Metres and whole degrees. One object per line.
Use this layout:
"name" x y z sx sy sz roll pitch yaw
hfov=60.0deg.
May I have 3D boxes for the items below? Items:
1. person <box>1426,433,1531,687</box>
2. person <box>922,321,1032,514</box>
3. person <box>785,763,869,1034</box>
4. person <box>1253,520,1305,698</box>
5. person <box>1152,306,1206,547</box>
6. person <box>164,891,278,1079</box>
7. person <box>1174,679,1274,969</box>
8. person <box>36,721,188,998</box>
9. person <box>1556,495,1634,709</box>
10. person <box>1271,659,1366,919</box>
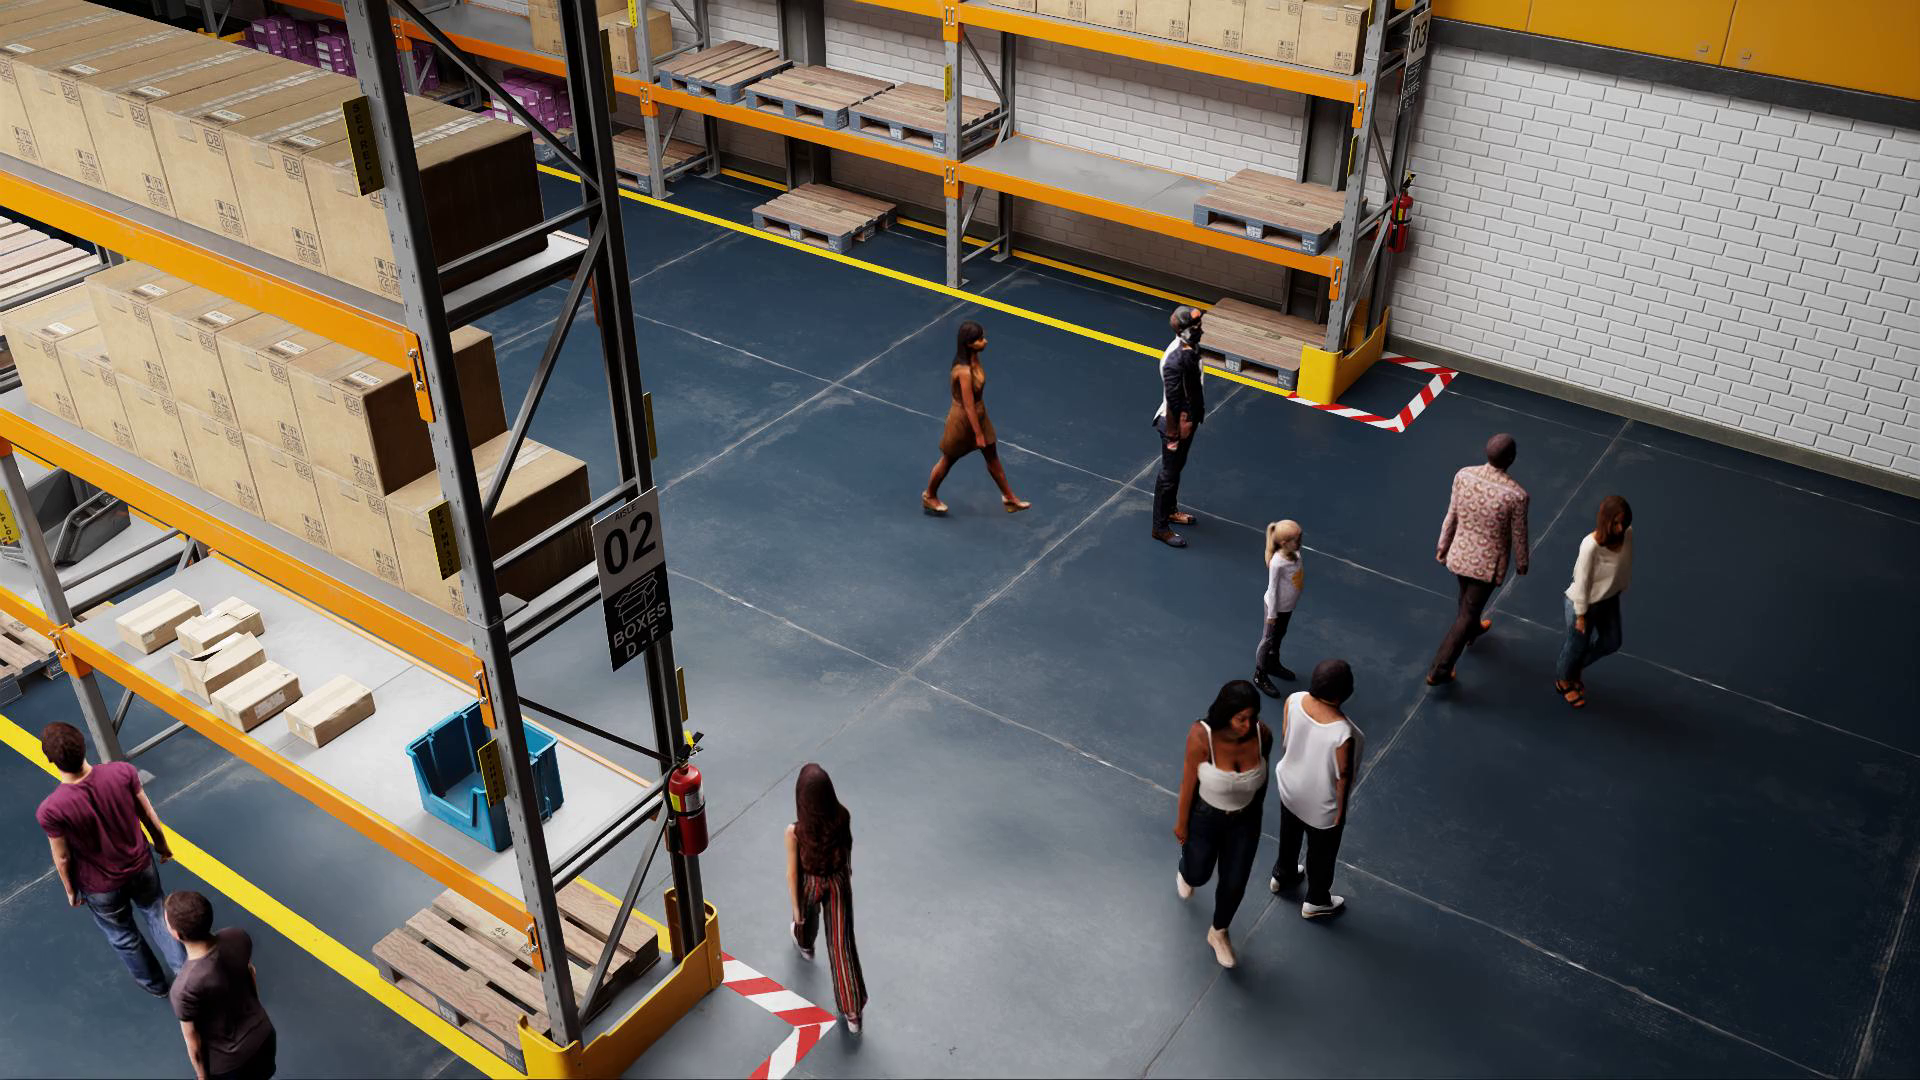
"person" 3.353 0.172 10.874 0.941 1.763 1.187 -26 42 -34
"person" -0.030 -0.867 12.547 1.145 1.640 0.833 9 35 13
"person" -0.670 1.847 8.571 0.935 1.521 1.166 -14 36 -20
"person" 2.101 0.414 10.947 0.497 1.278 0.494 23 40 30
"person" 1.621 -0.873 12.328 0.675 1.892 0.744 12 35 17
"person" -3.228 2.332 7.558 0.806 1.836 0.784 8 34 11
"person" 1.372 1.436 8.952 1.012 1.784 1.054 -4 34 -6
"person" -4.274 1.704 8.498 0.737 1.841 0.690 24 41 32
"person" 3.995 0.358 10.683 0.740 1.662 0.737 -20 39 -27
"person" 1.972 1.347 9.173 0.806 1.687 0.690 -18 38 -25
